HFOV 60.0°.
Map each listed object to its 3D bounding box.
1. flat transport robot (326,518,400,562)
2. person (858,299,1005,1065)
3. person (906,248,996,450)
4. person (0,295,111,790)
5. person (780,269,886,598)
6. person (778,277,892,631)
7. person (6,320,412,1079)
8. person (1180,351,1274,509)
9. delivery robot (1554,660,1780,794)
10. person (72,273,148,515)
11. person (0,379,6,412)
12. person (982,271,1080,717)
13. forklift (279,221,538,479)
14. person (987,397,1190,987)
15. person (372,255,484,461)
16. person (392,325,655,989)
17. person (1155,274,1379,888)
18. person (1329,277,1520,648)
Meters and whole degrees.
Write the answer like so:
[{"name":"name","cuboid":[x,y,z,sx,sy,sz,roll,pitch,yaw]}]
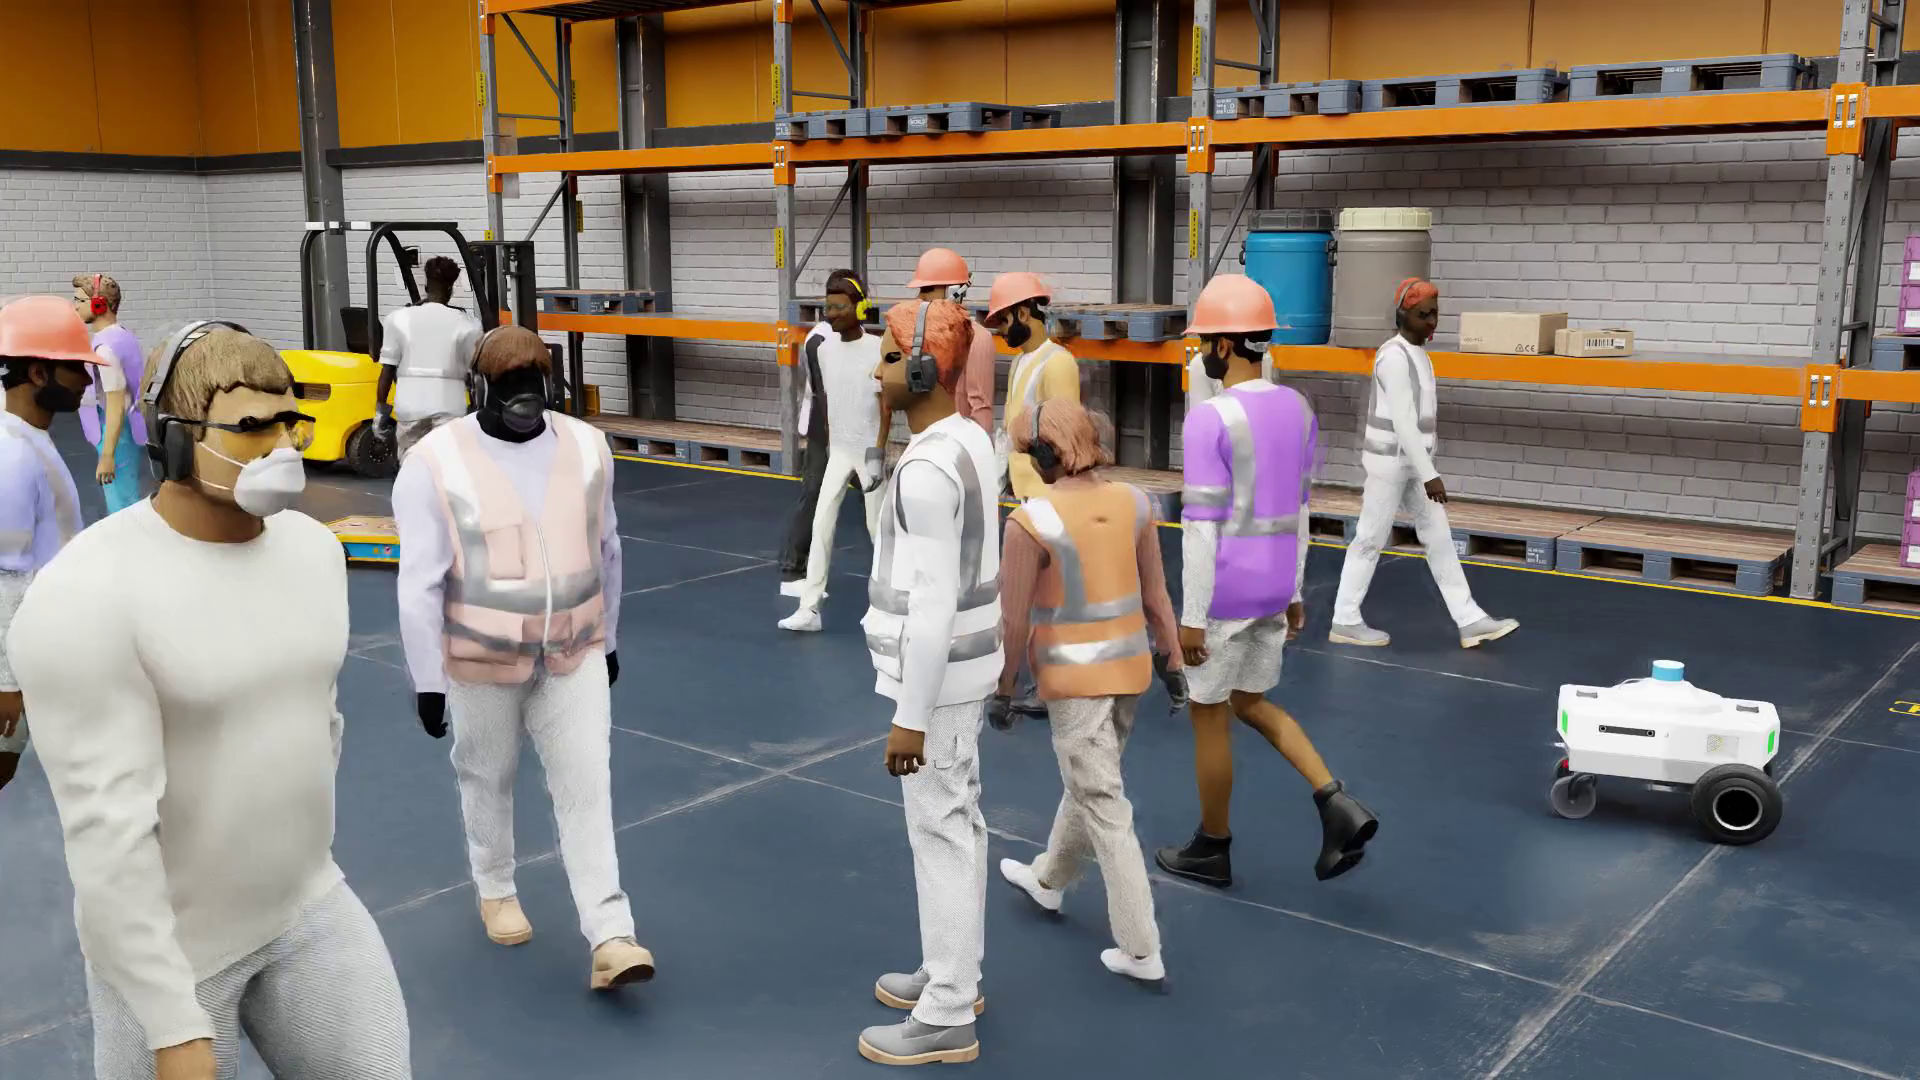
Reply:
[{"name":"flat transport robot","cuboid":[-3.480,0.008,10.492,1.431,0.197,0.652,2,10,10]},{"name":"person","cuboid":[-0.071,0.353,4.116,0.356,1.883,0.574,1,10,7]},{"name":"person","cuboid":[-0.053,-0.390,7.960,0.405,1.987,0.622,-6,12,-32]},{"name":"person","cuboid":[-2.583,0.268,4.624,1.011,1.879,0.544,-7,12,-32]},{"name":"person","cuboid":[-0.605,-0.564,9.268,0.979,1.857,0.598,5,11,26]},{"name":"person","cuboid":[-0.591,-0.412,8.524,0.510,1.831,0.908,5,12,28]},{"name":"person","cuboid":[-1.031,0.627,2.540,0.973,1.893,0.630,4,11,22]},{"name":"person","cuboid":[1.258,-0.313,7.926,0.534,1.836,0.416,-8,13,-37]},{"name":"delivery robot","cuboid":[2.457,0.664,5.811,0.707,0.478,0.477,4,11,21]},{"name":"person","cuboid":[-4.524,-0.500,8.936,0.388,1.847,0.567,-4,11,-23]},{"name":"person","cuboid":[-8.399,-1.431,14.228,0.861,1.802,0.648,6,12,32]},{"name":"person","cuboid":[0.299,-0.187,7.088,0.451,1.894,0.592,-2,10,-10]},{"name":"forklift","cuboid":[-4.922,-1.741,14.854,1.214,2.155,2.313,8,13,38]},{"name":"person","cuboid":[0.317,0.393,4.662,0.572,1.589,0.827,-8,13,-39]},{"name":"person","cuboid":[-3.338,-0.818,10.492,0.698,1.920,0.758,-2,10,-11]},{"name":"person","cuboid":[-1.174,0.324,4.518,0.658,1.788,0.959,-6,12,-32]},{"name":"person","cuboid":[0.916,0.163,5.060,0.548,1.925,0.629,-10,14,-43]},{"name":"person","cuboid":[2.243,-0.338,8.060,0.963,1.835,0.572,6,12,32]}]
